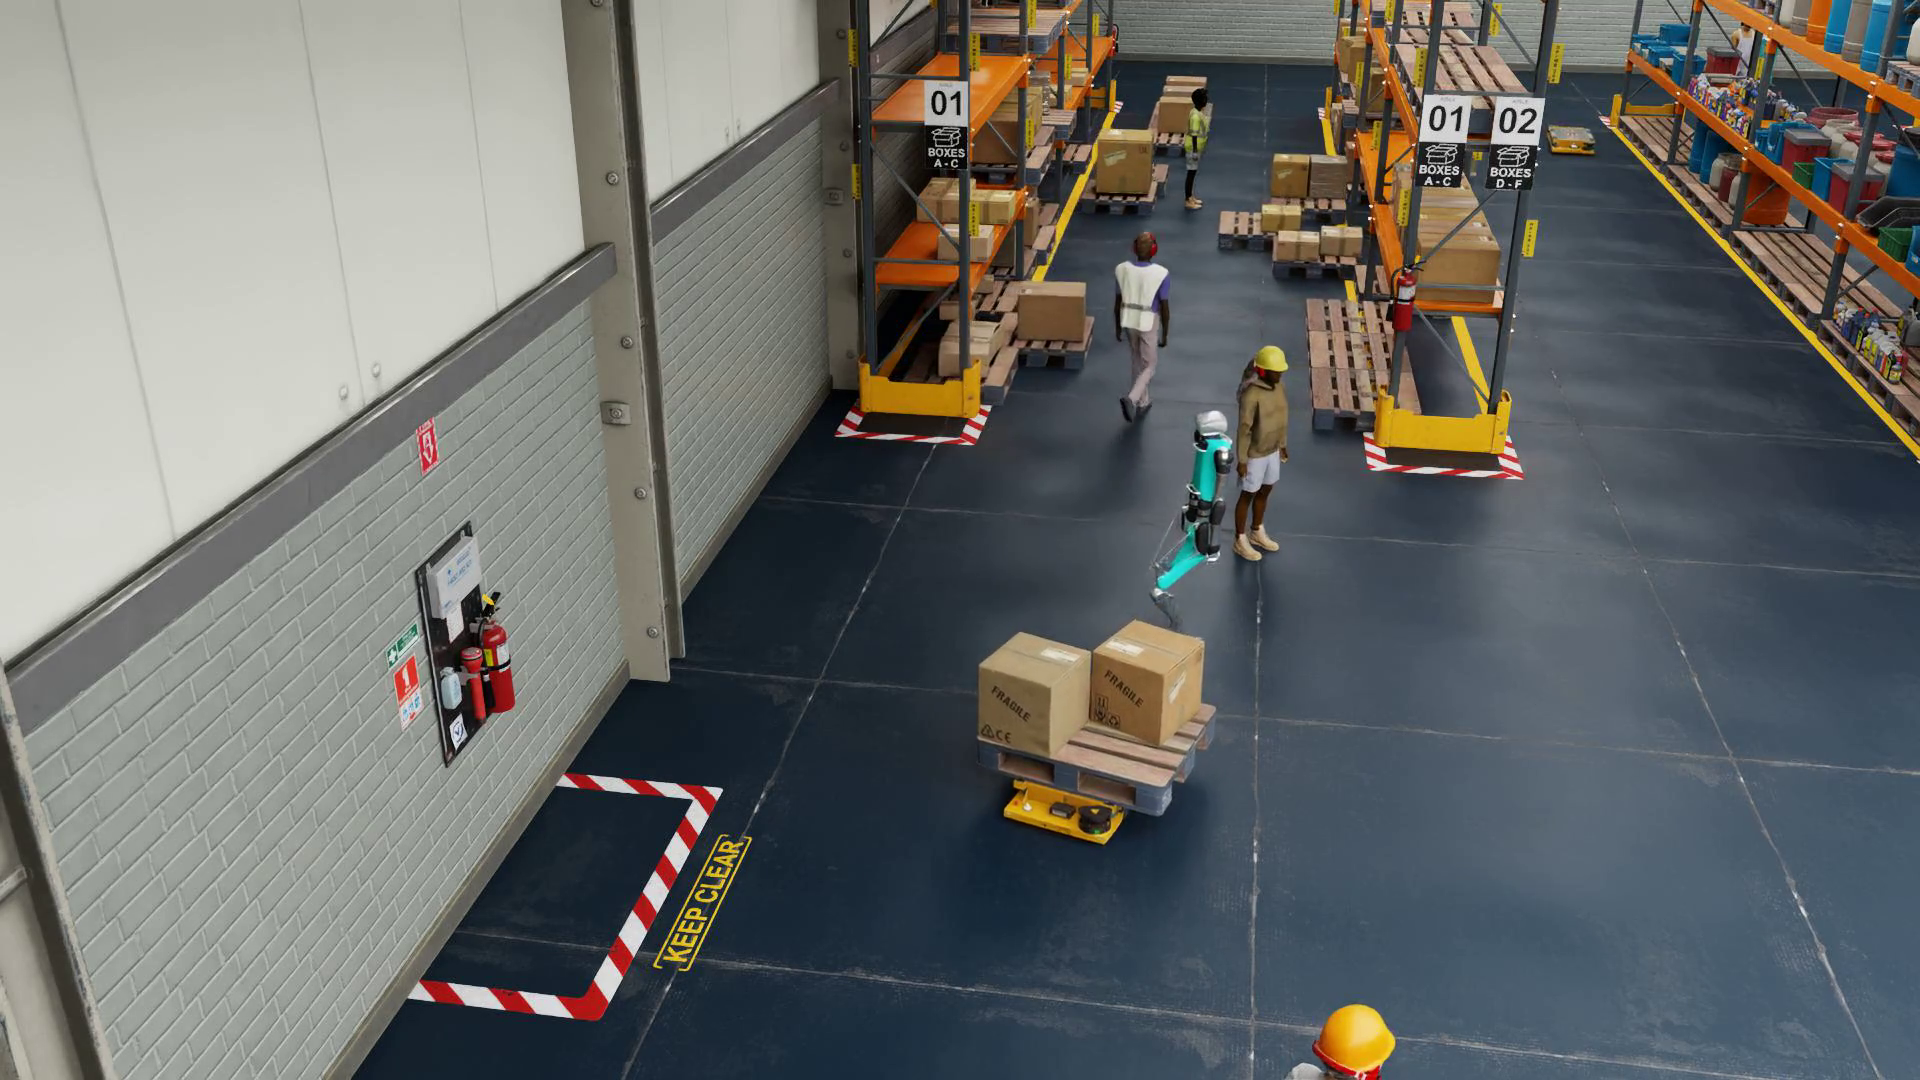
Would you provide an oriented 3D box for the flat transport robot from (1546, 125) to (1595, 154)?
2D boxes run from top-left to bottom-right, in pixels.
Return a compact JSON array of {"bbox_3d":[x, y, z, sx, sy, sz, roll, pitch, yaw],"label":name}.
[{"bbox_3d":[10.104,-6.619,27.523,0.659,0.231,1.431,6,26,13],"label":"flat transport robot"}]

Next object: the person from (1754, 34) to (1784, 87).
[{"bbox_3d":[15.847,-9.760,32.477,0.308,1.767,0.532,-19,31,-34],"label":"person"}]

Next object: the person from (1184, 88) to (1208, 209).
[{"bbox_3d":[3.327,-5.538,23.532,0.320,1.689,0.534,4,25,9],"label":"person"}]

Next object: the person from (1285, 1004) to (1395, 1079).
[{"bbox_3d":[1.371,2.493,6.103,0.353,1.896,0.561,-17,30,-32],"label":"person"}]

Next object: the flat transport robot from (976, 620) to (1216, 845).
[{"bbox_3d":[0.867,1.388,10.387,0.659,0.231,1.431,12,28,24],"label":"flat transport robot"}]

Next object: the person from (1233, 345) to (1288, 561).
[{"bbox_3d":[2.356,-0.705,13.110,0.538,1.759,0.411,-21,32,-38],"label":"person"}]

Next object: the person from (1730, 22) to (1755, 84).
[{"bbox_3d":[13.800,-8.383,29.418,0.509,1.863,0.375,-5,26,-11],"label":"person"}]

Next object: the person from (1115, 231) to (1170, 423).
[{"bbox_3d":[1.705,-2.018,15.849,0.567,1.818,0.731,14,29,28],"label":"person"}]

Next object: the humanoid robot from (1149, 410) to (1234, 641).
[{"bbox_3d":[1.540,0.005,11.694,0.661,1.865,0.540,-5,25,-10],"label":"humanoid robot"}]
